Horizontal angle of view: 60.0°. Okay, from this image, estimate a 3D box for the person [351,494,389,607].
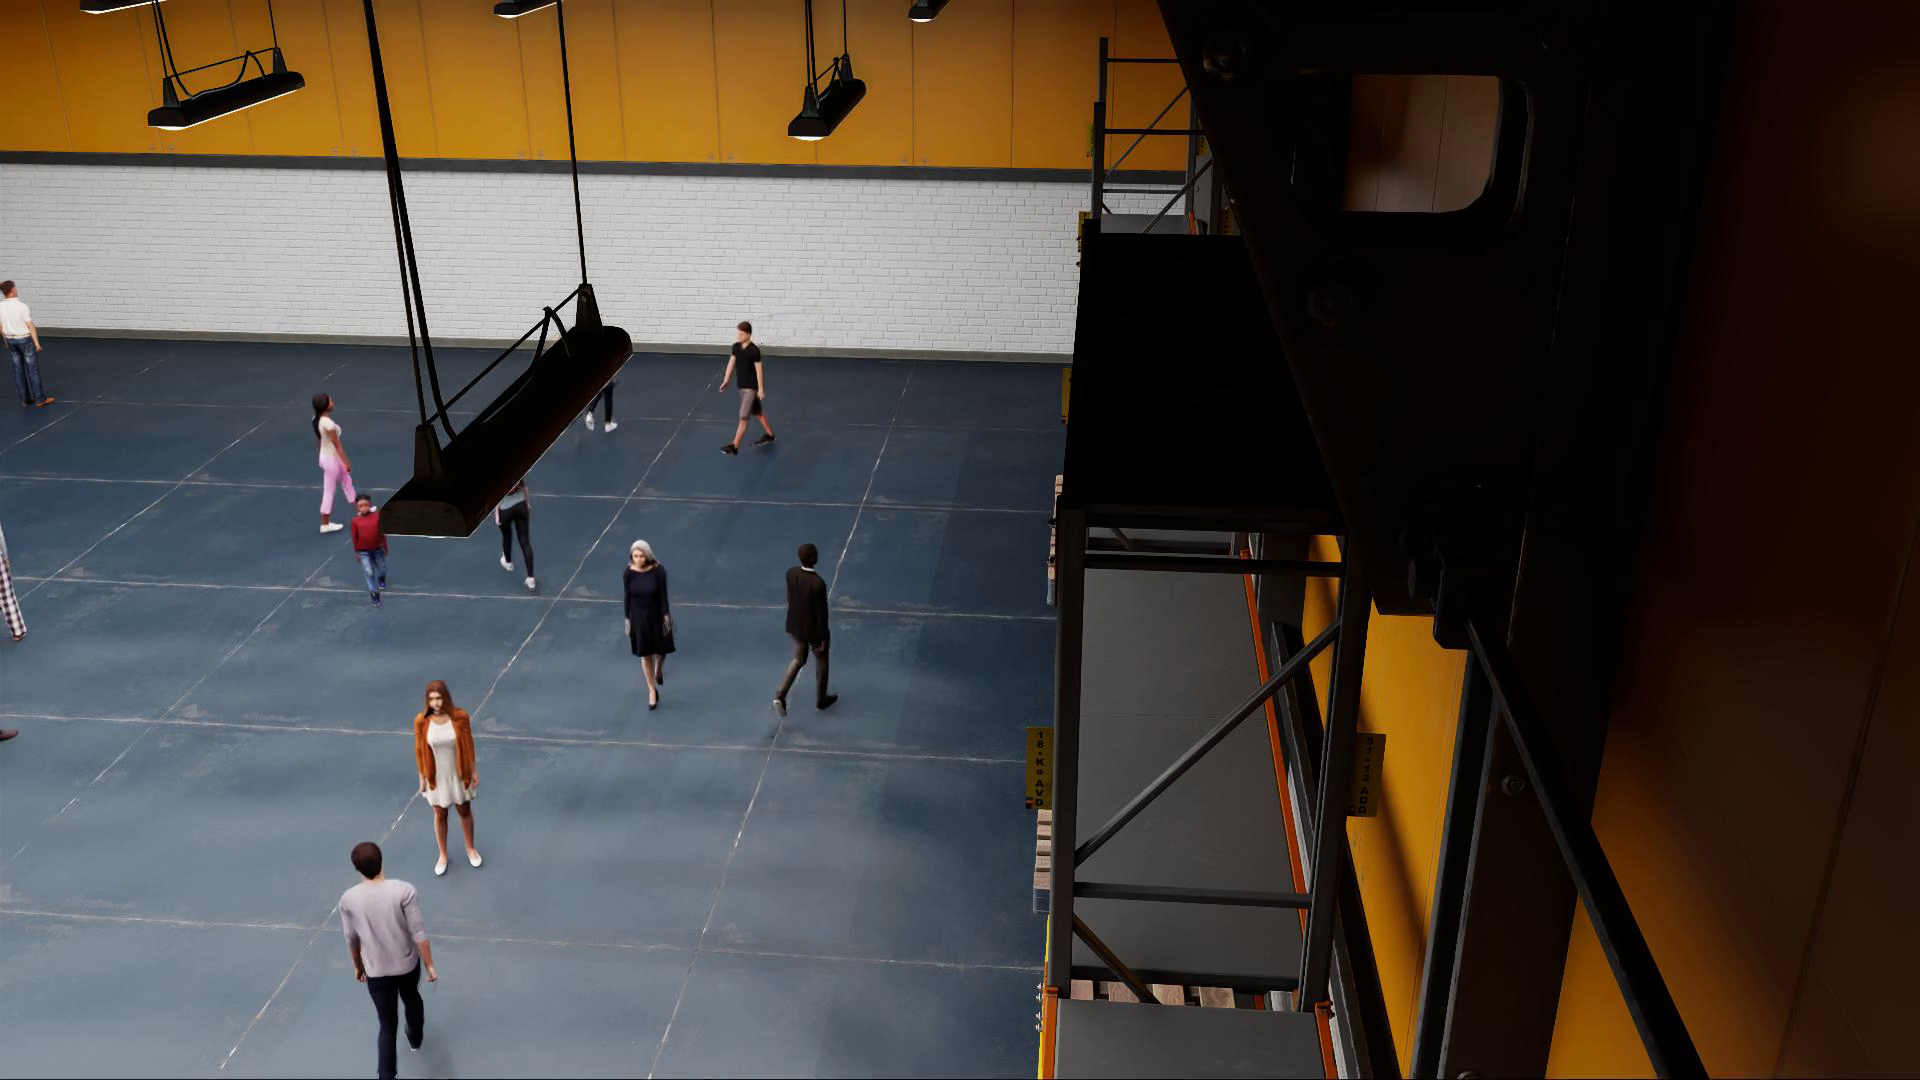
[{"bbox_3d":[-6.489,0.069,18.295,0.696,1.243,0.833,-9,25,-20],"label":"person"}]

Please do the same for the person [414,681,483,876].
[{"bbox_3d":[-4.168,1.892,13.527,0.703,1.722,0.695,-7,25,-16],"label":"person"}]

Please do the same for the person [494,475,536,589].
[{"bbox_3d":[-4.938,-0.262,18.491,1.068,1.692,1.226,-14,27,-29],"label":"person"}]

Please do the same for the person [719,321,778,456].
[{"bbox_3d":[-2.774,-2.070,22.483,1.265,1.808,1.203,-18,29,-35],"label":"person"}]

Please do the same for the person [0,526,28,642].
[{"bbox_3d":[-10.104,0.211,17.216,0.710,1.847,0.712,-11,26,-23],"label":"person"}]

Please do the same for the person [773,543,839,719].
[{"bbox_3d":[-1.496,0.887,15.750,0.973,1.783,1.148,16,28,32],"label":"person"}]

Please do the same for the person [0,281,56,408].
[{"bbox_3d":[-13.709,-2.863,24.245,0.653,1.850,0.546,2,24,5],"label":"person"}]

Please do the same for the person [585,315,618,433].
[{"bbox_3d":[-5.031,-2.274,23.095,0.749,1.691,0.892,9,25,20],"label":"person"}]

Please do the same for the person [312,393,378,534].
[{"bbox_3d":[-7.622,-0.902,19.929,1.032,1.714,0.989,-18,29,-35],"label":"person"}]

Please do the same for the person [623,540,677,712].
[{"bbox_3d":[-2.996,0.781,16.052,0.704,1.736,0.799,-2,24,-5],"label":"person"}]

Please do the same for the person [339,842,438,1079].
[{"bbox_3d":[-3.798,2.916,11.108,0.993,1.783,1.263,-4,24,-9],"label":"person"}]
